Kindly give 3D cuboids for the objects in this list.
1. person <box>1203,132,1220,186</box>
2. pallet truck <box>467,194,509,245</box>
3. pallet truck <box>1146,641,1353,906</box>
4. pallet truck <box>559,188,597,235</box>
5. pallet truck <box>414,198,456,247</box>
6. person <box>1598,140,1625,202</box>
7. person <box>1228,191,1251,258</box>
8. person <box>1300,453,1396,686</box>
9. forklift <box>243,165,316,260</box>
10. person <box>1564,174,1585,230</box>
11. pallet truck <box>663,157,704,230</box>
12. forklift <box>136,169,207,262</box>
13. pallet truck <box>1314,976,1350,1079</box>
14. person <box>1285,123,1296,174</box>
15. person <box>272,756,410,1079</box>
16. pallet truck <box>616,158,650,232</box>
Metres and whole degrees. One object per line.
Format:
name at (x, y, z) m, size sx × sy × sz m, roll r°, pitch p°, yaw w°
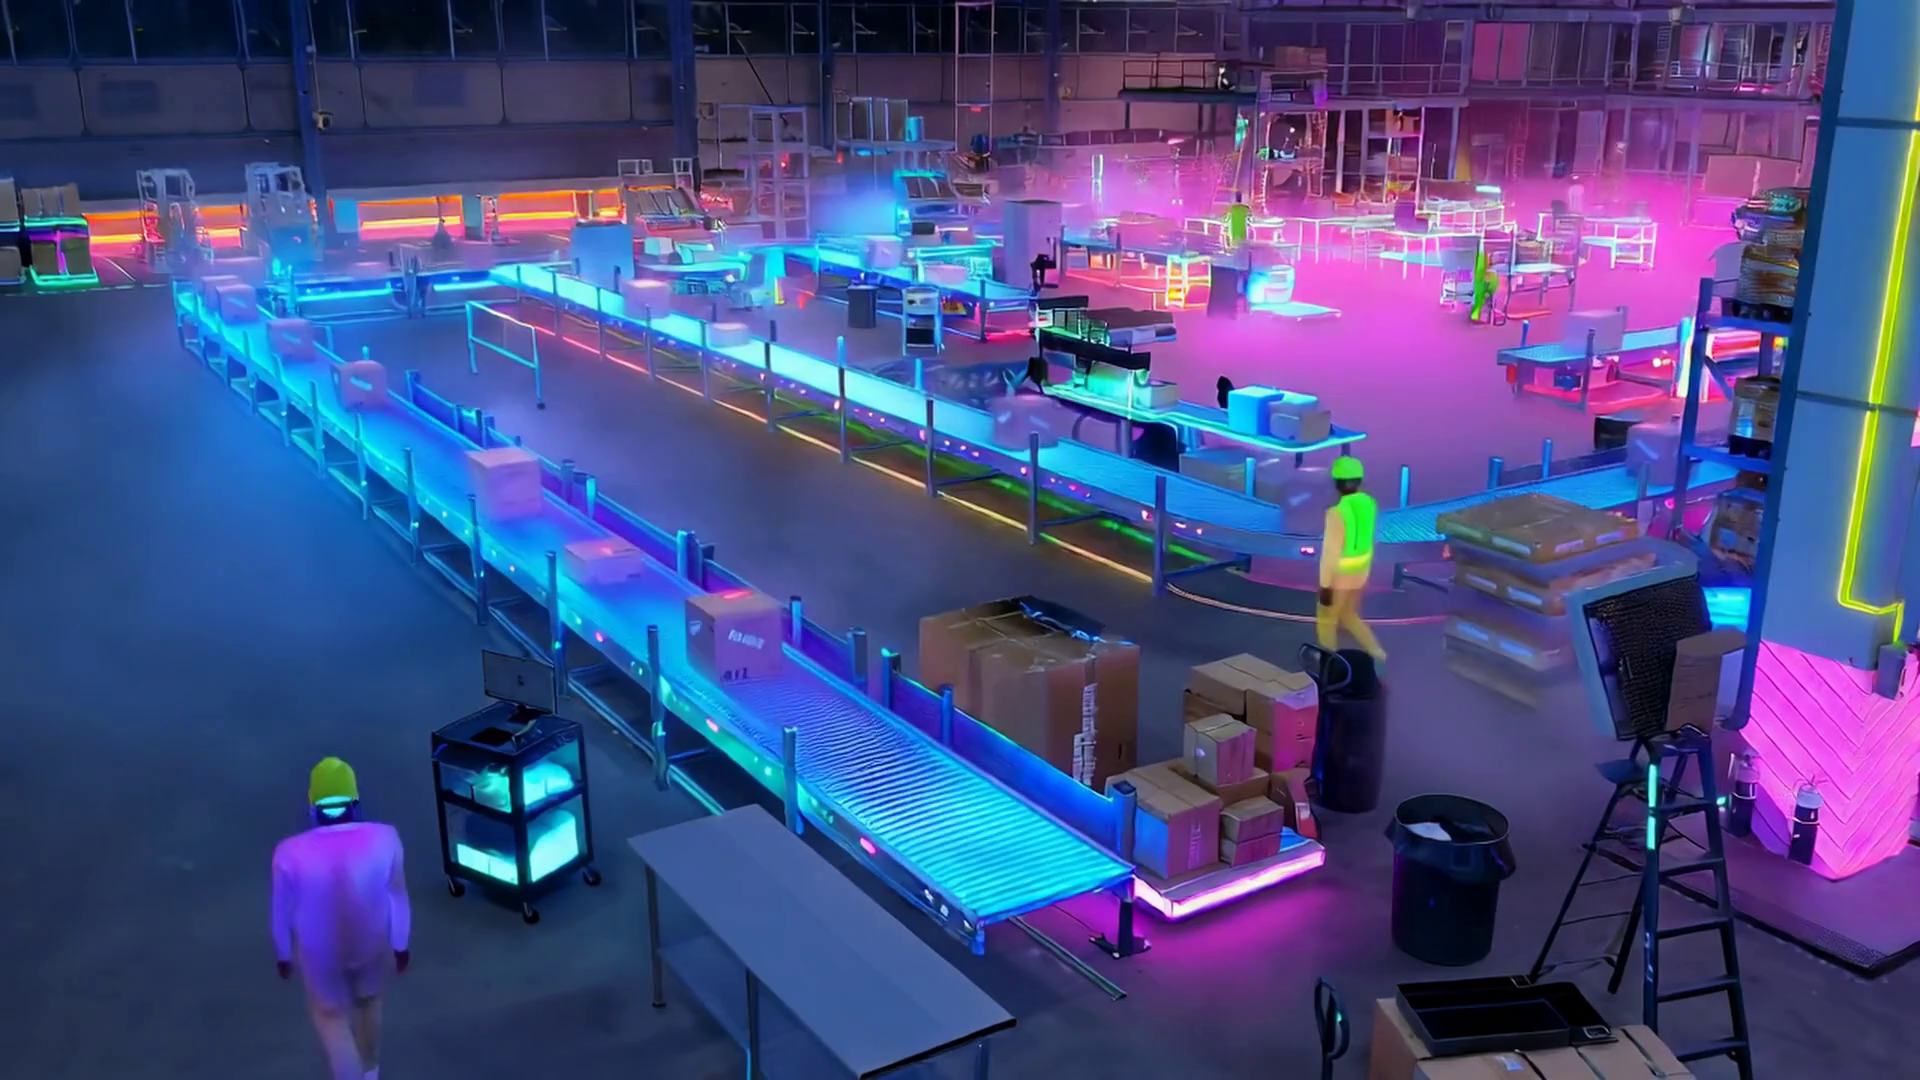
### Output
person at (8.882, -13.438, 58.657) m, size 0.604 × 1.864 × 0.422 m, roll 6°, pitch 18°, yaw 19°
pallet truck at (-11.983, -8.177, 42.137) m, size 0.704 × 1.261 × 1.522 m, roll -11°, pitch 20°, yaw -33°
pallet truck at (1.664, 1.407, 10.232) m, size 1.630 × 1.274 × 0.653 m, roll -10°, pitch 20°, yaw -31°
pallet truck at (-10.010, -8.652, 43.699) m, size 0.653 × 1.274 × 1.630 m, roll -10°, pitch 20°, yaw -31°
pallet truck at (-13.250, -8.060, 41.856) m, size 0.680 × 1.201 × 1.601 m, roll -10°, pitch 20°, yaw -31°
person at (20.871, -11.766, 53.010) m, size 0.724 × 1.922 × 0.553 m, roll 15°, pitch 23°, yaw 42°
person at (6.017, -6.545, 35.725) m, size 0.530 × 1.866 × 0.323 m, roll 9°, pitch 19°, yaw 28°
person at (3.046, 0.276, 12.922) m, size 0.625 × 1.928 × 0.740 m, roll -14°, pitch 22°, yaw -39°
forklift at (-15.898, -7.669, 38.708) m, size 1.157 × 1.987 × 2.680 m, roll -11°, pitch 20°, yaw -33°
person at (15.442, -8.306, 41.784) m, size 0.538 × 1.756 × 0.393 m, roll -6°, pitch 18°, yaw -20°
pallet truck at (-7.586, -9.308, 44.692) m, size 0.823 × 1.965 × 1.885 m, roll -11°, pitch 20°, yaw -33°
forklift at (-17.842, -7.318, 37.559) m, size 1.157 × 1.987 × 2.680 m, roll -10°, pitch 20°, yaw -31°
pallet truck at (2.299, 2.390, 7.086) m, size 1.601 × 1.201 × 0.680 m, roll -2°, pitch 17°, yaw -7°
person at (12.663, -15.015, 63.804) m, size 0.362 × 1.928 × 0.587 m, roll 5°, pitch 17°, yaw 15°
person at (-2.859, 1.890, 7.767) m, size 0.591 × 1.803 × 0.826 m, roll -11°, pitch 20°, yaw -33°
pallet truck at (-8.918, -9.176, 44.255) m, size 0.823 × 1.965 × 1.885 m, roll -9°, pitch 19°, yaw -27°
